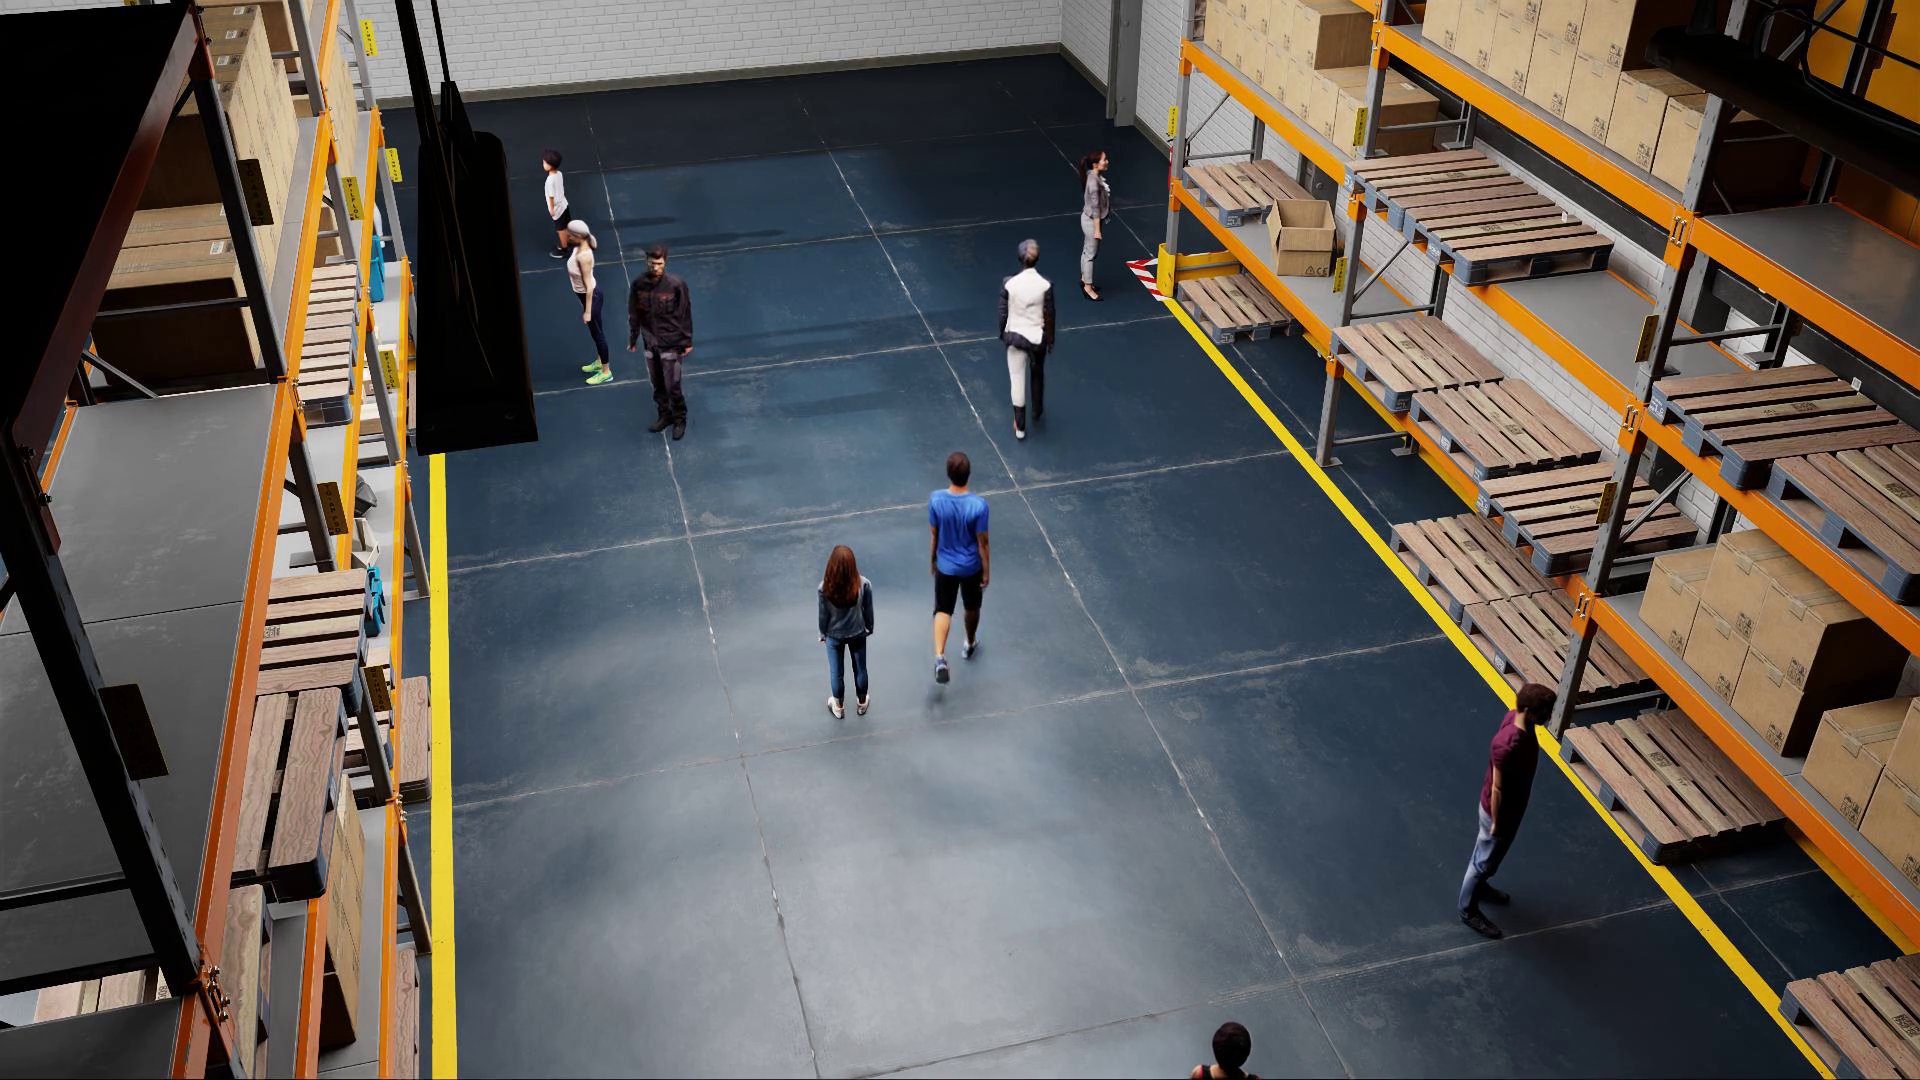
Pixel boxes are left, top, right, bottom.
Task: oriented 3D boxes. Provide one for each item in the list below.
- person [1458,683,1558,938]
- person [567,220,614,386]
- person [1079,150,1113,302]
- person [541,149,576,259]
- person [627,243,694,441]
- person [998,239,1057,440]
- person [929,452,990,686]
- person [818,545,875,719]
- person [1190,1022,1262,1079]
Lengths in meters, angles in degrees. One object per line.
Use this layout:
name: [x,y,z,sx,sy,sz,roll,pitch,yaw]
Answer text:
person: [3.375,1.625,10.331,0.793,1.847,0.719,16,37,22]
person: [-3.661,-2.380,16.484,0.659,1.707,0.470,-10,35,-15]
person: [1.442,-3.442,18.107,0.732,1.679,0.605,-1,34,-1]
person: [-4.625,-3.884,19.153,0.612,1.256,0.520,7,34,10]
person: [-2.756,-1.913,15.571,0.845,1.939,0.847,11,35,16]
person: [0.616,-1.823,15.505,0.808,1.862,0.935,-1,34,-2]
person: [-0.042,0.255,12.401,0.930,1.838,1.198,7,34,11]
person: [-0.830,0.665,12.109,0.562,1.477,0.500,-7,34,-11]
person: [1.314,3.034,8.480,0.614,1.550,0.633,7,34,10]
